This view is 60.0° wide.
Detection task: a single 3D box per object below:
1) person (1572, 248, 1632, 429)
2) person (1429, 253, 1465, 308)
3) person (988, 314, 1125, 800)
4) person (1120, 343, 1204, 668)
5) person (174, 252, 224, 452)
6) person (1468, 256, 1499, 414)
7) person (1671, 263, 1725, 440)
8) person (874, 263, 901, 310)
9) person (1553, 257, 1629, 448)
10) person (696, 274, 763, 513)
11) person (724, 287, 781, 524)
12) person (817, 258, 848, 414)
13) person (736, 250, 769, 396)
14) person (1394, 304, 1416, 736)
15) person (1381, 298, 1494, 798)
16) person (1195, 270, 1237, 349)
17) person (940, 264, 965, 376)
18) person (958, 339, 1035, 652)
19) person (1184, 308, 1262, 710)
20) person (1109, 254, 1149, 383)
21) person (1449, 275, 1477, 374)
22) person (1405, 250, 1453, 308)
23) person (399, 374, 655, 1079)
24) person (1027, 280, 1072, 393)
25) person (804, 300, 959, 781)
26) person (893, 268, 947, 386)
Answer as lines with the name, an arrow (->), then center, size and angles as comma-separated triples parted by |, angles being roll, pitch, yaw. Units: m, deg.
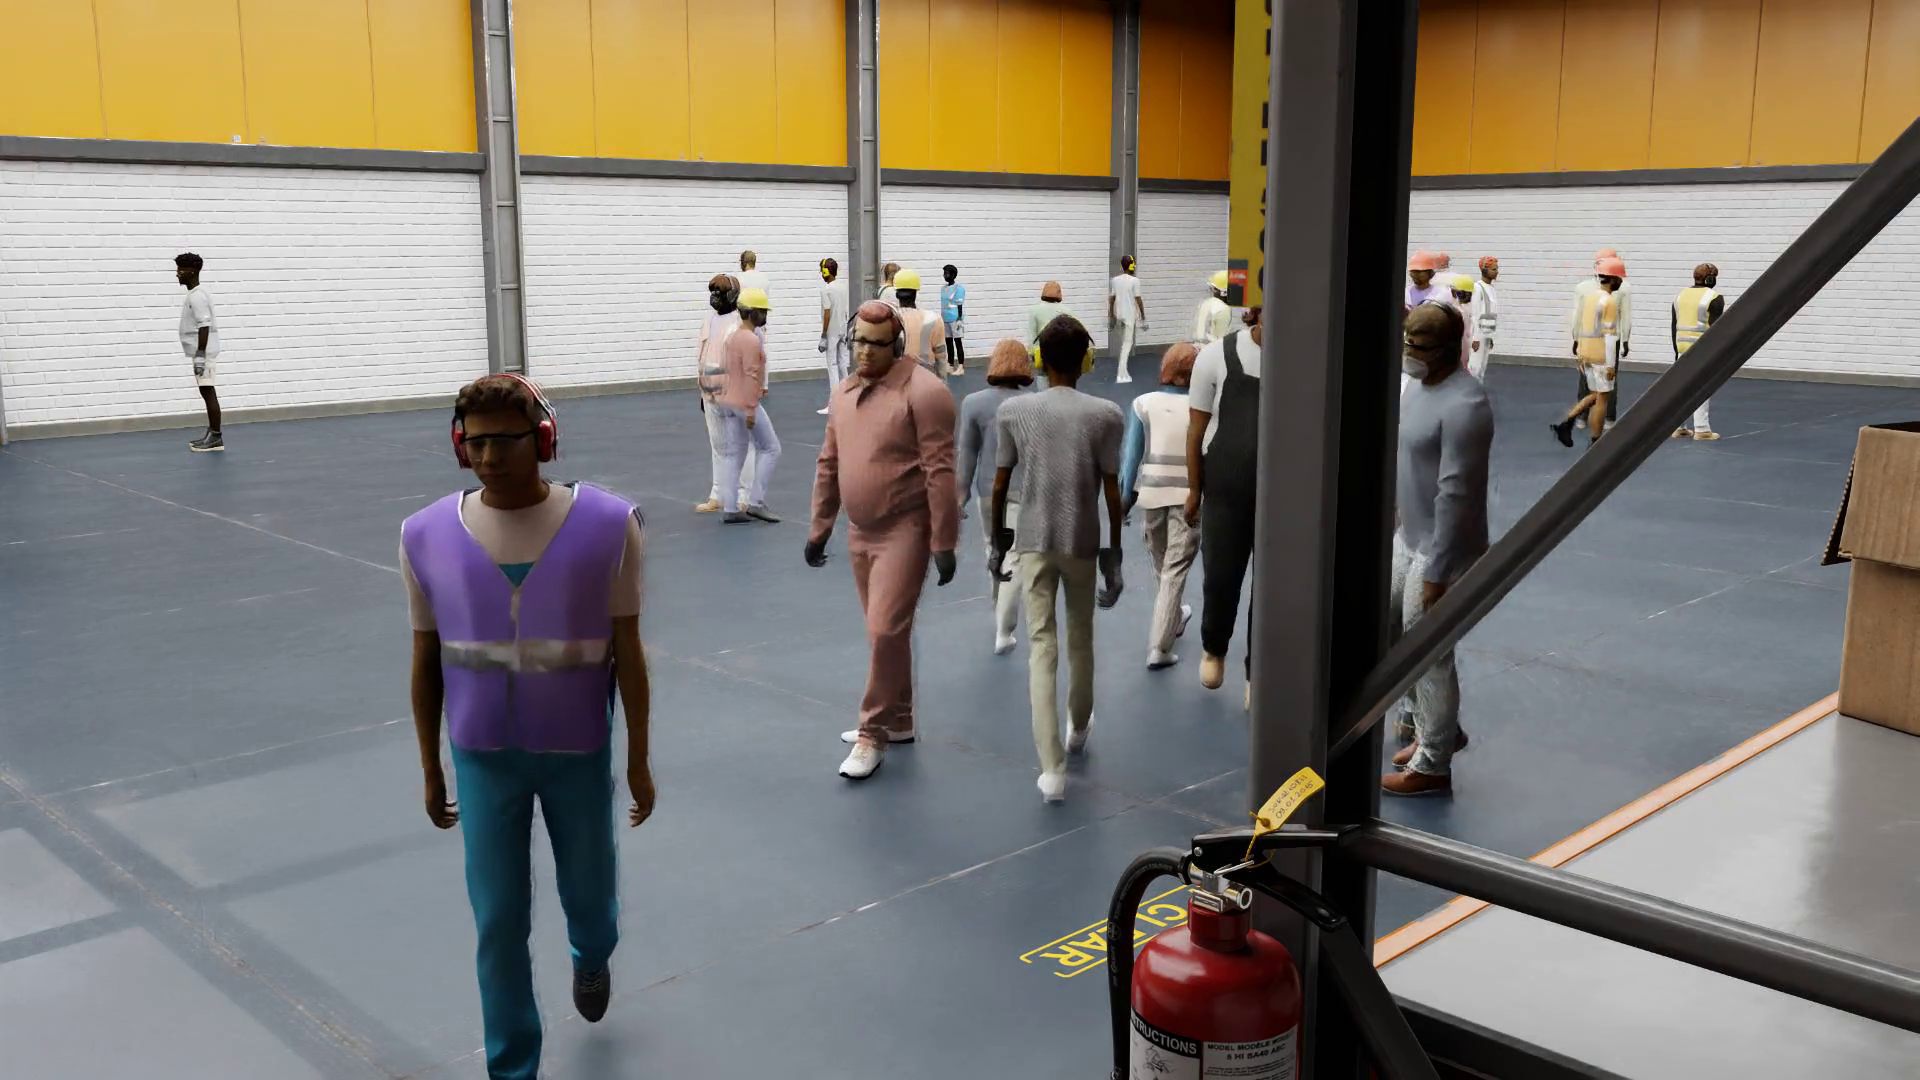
person -> 7.089, -2.220, 18.380 | 0.622, 1.990, 0.402 | 6, 12, 28
person -> 6.725, -3.064, 23.284 | 0.673, 1.877, 0.732 | 4, 11, 20
person -> 0.371, 0.034, 6.542 | 0.535, 1.821, 0.945 | 1, 10, 4
person -> 1.118, -0.195, 8.419 | 0.542, 1.589, 0.860 | 6, 12, 30
person -> -7.537, -1.862, 16.501 | 0.369, 1.965, 0.608 | -4, 11, -23
person -> 6.199, -2.414, 19.741 | 0.352, 1.881, 0.576 | 7, 13, 34
person -> 7.741, -1.970, 17.432 | 0.430, 1.845, 0.624 | -4, 11, -21
person -> -0.811, -2.303, 19.326 | 0.441, 1.807, 0.598 | -5, 12, -26
person -> 6.178, -1.779, 16.172 | 0.551, 1.923, 0.570 | -1, 10, -6
person -> -1.775, -1.094, 12.653 | 0.627, 1.844, 0.429 | 10, 14, 42
person -> -1.528, -0.982, 12.292 | 0.541, 1.741, 0.545 | -5, 11, -25
person -> -1.530, -2.432, 19.905 | 0.334, 1.861, 0.521 | 6, 12, 29
person -> -2.750, -2.844, 21.932 | 0.355, 1.937, 0.635 | 6, 12, 30
person -> 1.817, -0.067, 7.006 | 0.791, 1.853, 0.569 | -9, 14, -41
person -> 1.735, 0.057, 6.192 | 0.435, 1.909, 0.653 | -1, 10, -4
person -> 2.453, -1.788, 16.588 | 0.795, 1.800, 0.608 | -1, 10, -7
person -> -0.126, -3.347, 25.355 | 0.319, 1.693, 0.531 | -8, 13, -38
person -> 0.275, -0.257, 8.756 | 0.527, 1.585, 0.839 | 2, 11, 13
person -> 1.362, -0.240, 7.452 | 0.689, 2.000, 0.537 | 1, 10, 4
person -> 2.478, -3.204, 24.142 | 0.585, 1.851, 0.522 | -8, 13, -37
person -> 5.077, -1.820, 16.926 | 0.898, 1.720, 0.533 | -6, 12, -28
person -> 4.562, -1.870, 16.513 | 1.055, 1.987, 0.628 | -9, 14, -41
person -> -1.027, 0.495, 4.038 | 0.583, 1.823, 0.693 | -1, 10, -8
person -> 1.038, -2.163, 19.079 | 0.534, 1.616, 0.484 | 1, 10, 8
person -> -0.384, -0.009, 6.645 | 0.684, 1.873, 0.739 | -9, 14, -39
person -> -0.414, -1.200, 13.136 | 0.583, 1.886, 1.004 | 3, 11, 13
